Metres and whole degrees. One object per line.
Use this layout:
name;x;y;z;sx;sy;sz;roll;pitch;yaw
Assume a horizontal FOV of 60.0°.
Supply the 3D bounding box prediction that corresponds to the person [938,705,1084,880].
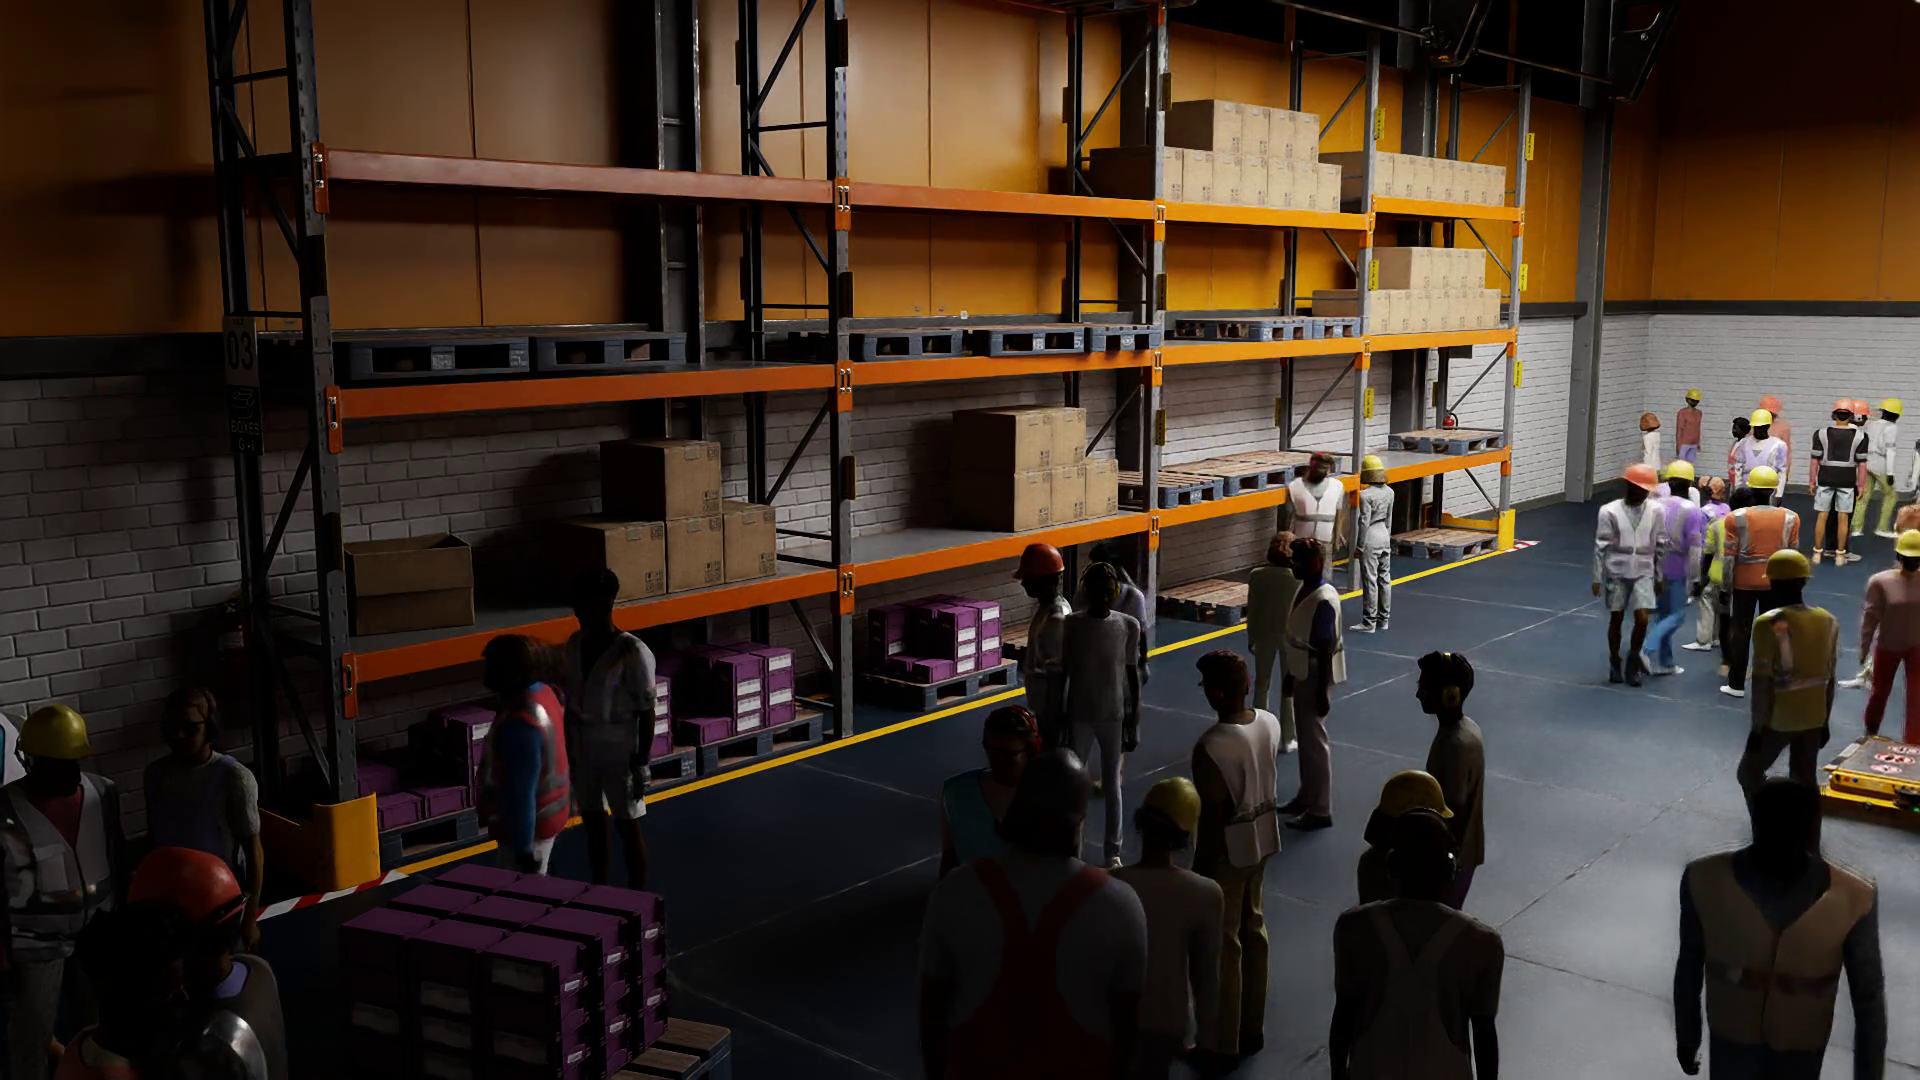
person;0.194;1.521;6.417;0.563;1.838;0.390;1;9;6

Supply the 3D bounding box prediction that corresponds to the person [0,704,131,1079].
person;-3.479;1.526;6.442;0.403;1.824;0.591;6;10;32

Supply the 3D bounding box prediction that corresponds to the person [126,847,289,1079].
person;-1.882;1.761;4.229;0.395;2.039;0.608;-2;9;-15

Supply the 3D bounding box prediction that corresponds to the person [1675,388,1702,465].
person;11.466;-1.501;26.151;0.526;1.765;0.329;-5;10;-27

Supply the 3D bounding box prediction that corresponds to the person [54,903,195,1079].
person;-1.990;1.828;4.033;0.368;1.963;0.609;-6;10;-32

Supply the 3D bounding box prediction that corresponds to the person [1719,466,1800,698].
person;6.548;0.351;13.671;0.587;1.930;0.361;1;9;6

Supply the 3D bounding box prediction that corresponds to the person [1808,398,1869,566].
person;10.597;-0.691;20.089;0.612;2.030;0.410;5;10;28

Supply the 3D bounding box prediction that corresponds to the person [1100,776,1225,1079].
person;0.653;1.685;5.774;0.552;1.718;0.865;-2;9;-10

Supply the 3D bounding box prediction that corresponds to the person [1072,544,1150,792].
person;0.959;0.860;11.227;0.558;1.658;0.808;5;10;28

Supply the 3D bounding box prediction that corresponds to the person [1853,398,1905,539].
person;12.277;-0.947;22.148;0.604;1.890;0.708;-1;9;-7

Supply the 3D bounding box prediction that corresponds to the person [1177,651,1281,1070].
person;1.188;1.391;7.262;0.389;1.837;0.563;7;12;40

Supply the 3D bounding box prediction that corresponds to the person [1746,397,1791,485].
person;10.616;-0.933;22.015;0.632;1.920;1.063;8;12;42

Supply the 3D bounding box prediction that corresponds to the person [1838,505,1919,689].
person;7.848;0.504;13.755;0.846;1.594;0.499;4;10;22

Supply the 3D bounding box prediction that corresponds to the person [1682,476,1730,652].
person;6.957;0.219;15.455;0.523;1.639;0.309;-7;12;-40

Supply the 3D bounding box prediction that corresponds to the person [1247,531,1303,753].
person;2.339;0.740;12.145;0.503;1.624;0.295;4;10;23

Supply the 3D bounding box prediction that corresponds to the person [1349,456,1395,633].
person;4.035;0.038;16.316;0.484;1.735;0.309;-7;11;-39

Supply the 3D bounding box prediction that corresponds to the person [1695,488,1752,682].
person;6.691;0.391;14.407;0.862;1.650;0.578;-7;12;-40

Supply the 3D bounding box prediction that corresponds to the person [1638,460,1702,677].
person;6.067;0.264;14.374;0.701;1.896;0.606;-4;10;-25

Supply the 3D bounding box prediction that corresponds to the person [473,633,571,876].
person;-1.956;1.324;7.781;0.703;1.824;0.631;-1;9;-6

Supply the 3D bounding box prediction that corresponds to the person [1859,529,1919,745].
person;6.708;0.736;11.886;0.533;1.719;0.856;3;9;20

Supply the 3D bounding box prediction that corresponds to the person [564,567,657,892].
person;-1.851;1.106;8.679;0.614;1.964;0.361;6;11;34

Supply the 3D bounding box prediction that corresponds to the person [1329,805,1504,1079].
person;1.387;1.723;5.125;0.504;1.839;0.342;3;9;19

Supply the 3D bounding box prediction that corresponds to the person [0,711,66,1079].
person;-4.157;1.420;7.105;0.429;1.832;0.635;4;10;26

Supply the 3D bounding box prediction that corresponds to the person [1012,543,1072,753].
person;0.495;0.966;9.726;0.389;1.926;0.550;0;9;-1

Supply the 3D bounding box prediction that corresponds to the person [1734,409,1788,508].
person;9.510;-0.601;19.824;0.385;1.922;0.594;-7;11;-39

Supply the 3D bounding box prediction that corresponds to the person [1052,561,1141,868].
person;0.778;1.035;9.501;0.509;1.860;0.334;0;9;0

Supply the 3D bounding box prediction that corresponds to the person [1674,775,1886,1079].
person;2.680;1.656;5.488;0.616;1.865;1.032;3;9;20

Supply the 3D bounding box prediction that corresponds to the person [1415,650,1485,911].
person;2.096;1.392;7.187;0.326;1.862;0.510;3;9;17

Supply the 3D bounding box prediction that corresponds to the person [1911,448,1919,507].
person;12.283;-0.627;20.955;0.526;1.625;0.508;4;10;26

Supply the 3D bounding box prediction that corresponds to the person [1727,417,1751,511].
person;10.109;-0.746;21.527;0.320;1.688;0.542;1;9;8

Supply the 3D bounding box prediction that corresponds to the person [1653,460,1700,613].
person;7.402;-0.039;17.298;0.531;1.604;0.867;8;12;43

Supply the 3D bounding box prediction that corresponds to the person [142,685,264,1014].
person;-3.031;1.482;6.643;0.514;1.846;0.338;2;9;12

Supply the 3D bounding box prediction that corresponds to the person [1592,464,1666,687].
person;5.652;0.303;14.054;0.606;1.899;0.621;2;9;13

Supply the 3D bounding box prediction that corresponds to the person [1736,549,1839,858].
person;4.766;1.007;9.582;0.603;1.895;0.520;-3;9;-20

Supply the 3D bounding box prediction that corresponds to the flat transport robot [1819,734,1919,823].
flat transport robot;6.236;1.573;11.118;0.652;0.197;1.431;7;11;40

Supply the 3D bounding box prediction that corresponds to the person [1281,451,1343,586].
person;3.387;0.040;16.064;0.601;1.805;0.615;-1;9;-4

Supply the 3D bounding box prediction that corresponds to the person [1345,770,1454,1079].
person;1.546;1.657;5.889;0.338;1.735;0.487;-1;9;-4

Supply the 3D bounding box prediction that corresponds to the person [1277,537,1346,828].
person;2.227;0.889;10.497;0.385;1.837;0.564;0;9;-1

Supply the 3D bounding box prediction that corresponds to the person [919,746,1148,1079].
person;0.227;1.618;5.145;0.695;2.000;0.652;1;9;9

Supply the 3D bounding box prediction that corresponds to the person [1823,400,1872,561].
person;10.964;-0.736;20.510;0.407;1.986;0.616;0;9;2

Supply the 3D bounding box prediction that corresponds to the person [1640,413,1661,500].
person;9.488;-0.936;22.921;0.286;1.631;0.501;7;11;38

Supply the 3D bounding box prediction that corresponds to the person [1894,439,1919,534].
person;12.812;-0.811;22.003;0.535;1.664;0.734;-7;11;-38
